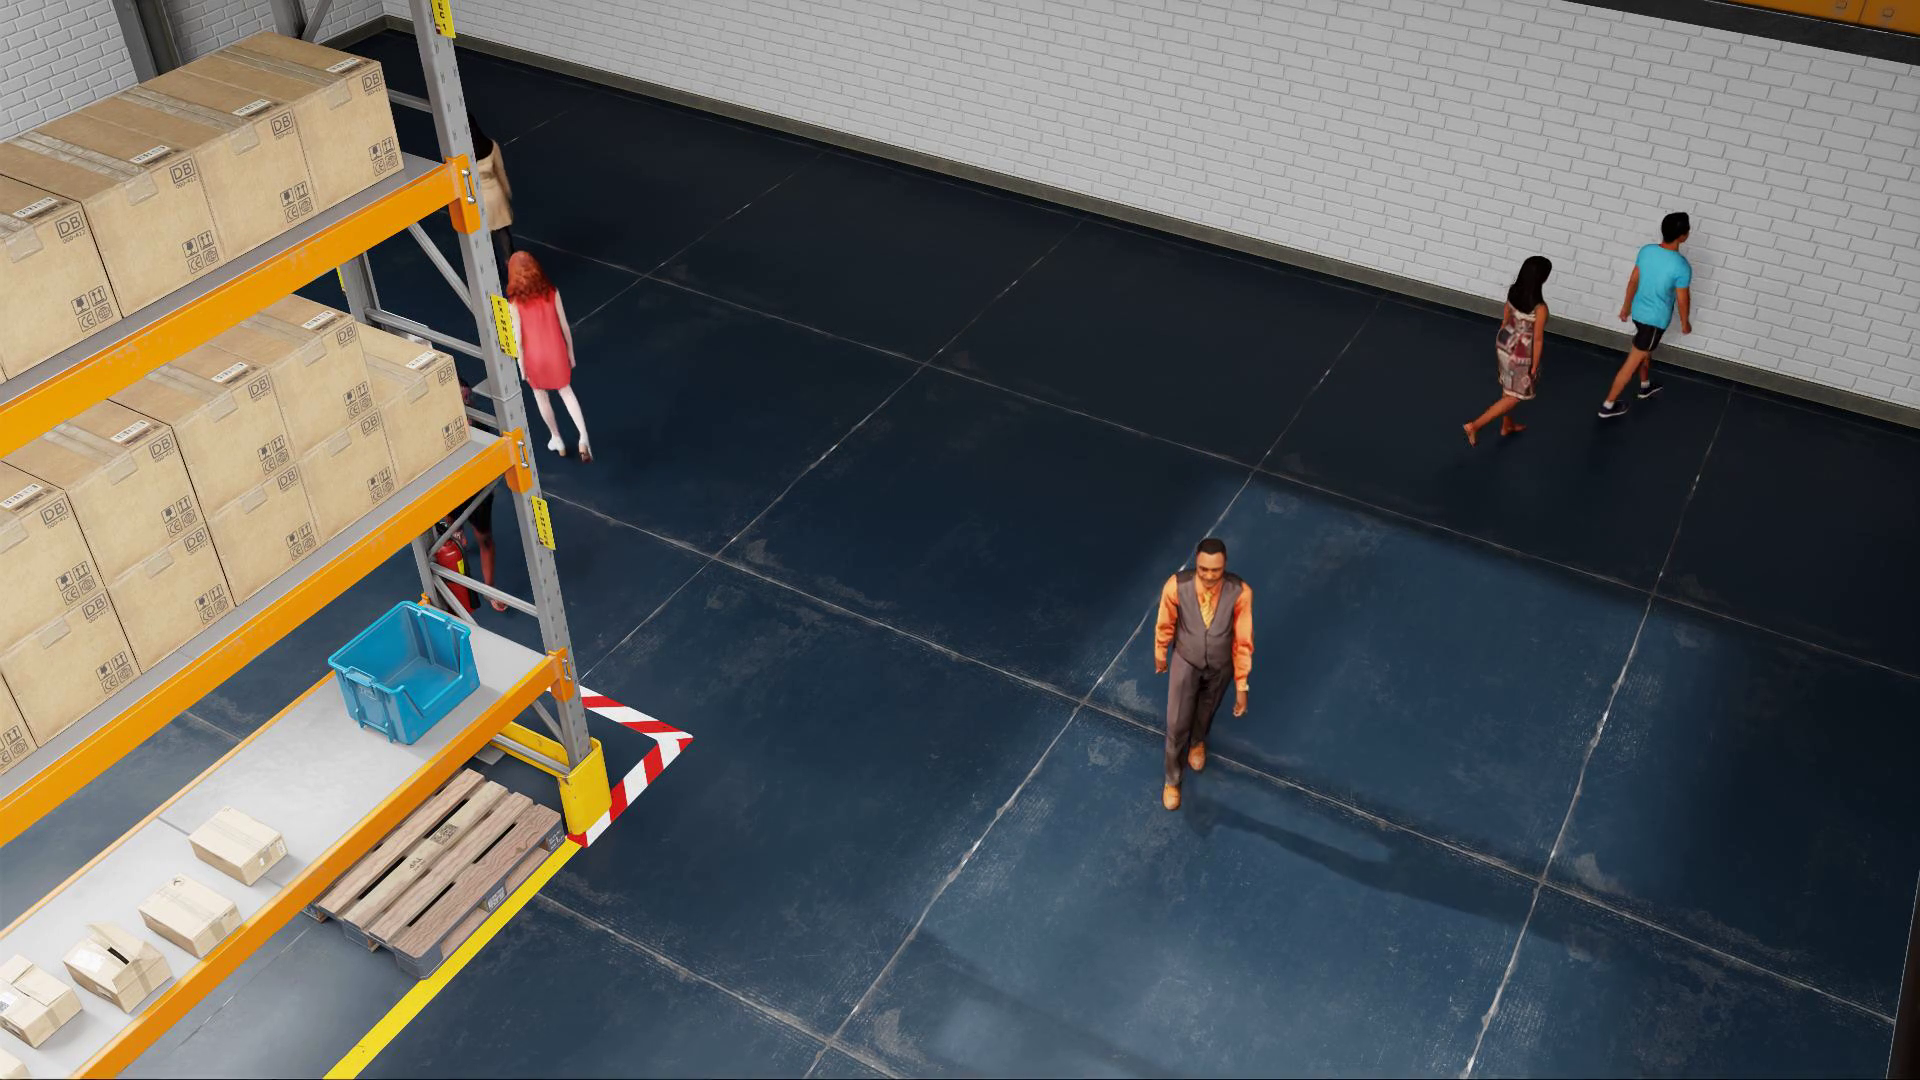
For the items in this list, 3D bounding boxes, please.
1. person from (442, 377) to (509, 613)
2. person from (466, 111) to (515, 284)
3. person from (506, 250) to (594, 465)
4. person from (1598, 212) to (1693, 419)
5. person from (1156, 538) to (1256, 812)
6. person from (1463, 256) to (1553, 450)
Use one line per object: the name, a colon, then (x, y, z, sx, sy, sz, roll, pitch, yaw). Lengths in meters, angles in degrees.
person: (-3.414, -0.393, 11.386, 1.242, 1.667, 1.158, -16, 41, -19)
person: (-4.125, -2.926, 14.559, 0.941, 1.667, 0.968, -16, 41, -19)
person: (-3.055, -1.290, 12.397, 0.982, 1.807, 0.903, -23, 44, -26)
person: (5.301, -1.700, 12.955, 1.046, 1.752, 0.942, -14, 41, -17)
person: (1.451, 0.653, 9.907, 0.956, 1.877, 1.100, 2, 39, 3)
person: (4.196, -1.405, 12.684, 1.074, 1.628, 0.966, -15, 41, -18)
